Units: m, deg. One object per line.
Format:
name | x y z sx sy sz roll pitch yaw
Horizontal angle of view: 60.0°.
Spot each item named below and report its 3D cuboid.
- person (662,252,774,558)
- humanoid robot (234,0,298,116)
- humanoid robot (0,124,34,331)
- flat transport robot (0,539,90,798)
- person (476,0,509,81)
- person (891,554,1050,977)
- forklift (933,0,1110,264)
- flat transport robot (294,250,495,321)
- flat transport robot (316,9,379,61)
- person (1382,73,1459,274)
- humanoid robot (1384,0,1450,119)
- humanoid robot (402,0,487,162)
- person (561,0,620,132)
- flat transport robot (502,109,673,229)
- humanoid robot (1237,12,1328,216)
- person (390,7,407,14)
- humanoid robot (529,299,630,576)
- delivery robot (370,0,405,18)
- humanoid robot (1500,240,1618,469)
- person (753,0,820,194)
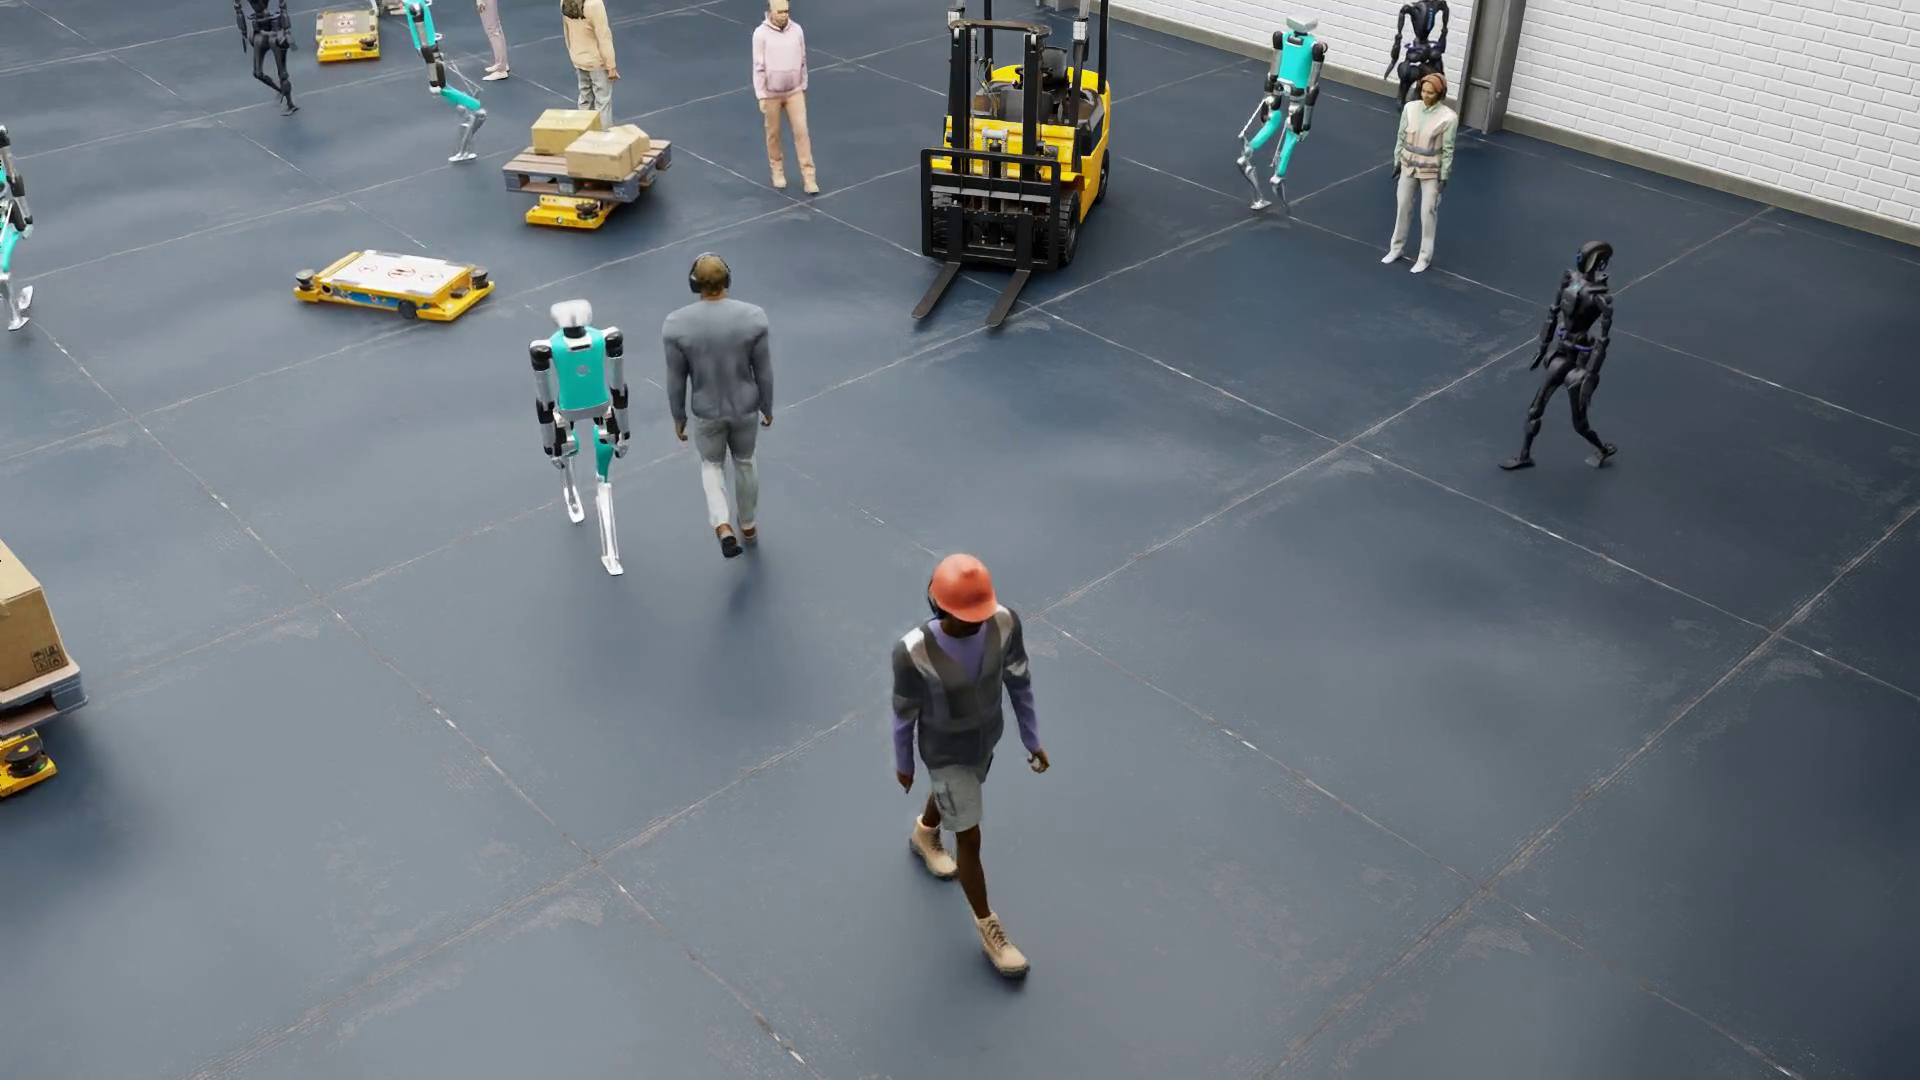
person | -1.392 -0.737 9.806 0.624 1.917 0.647 -6 34 -9
humanoid robot | -6.965 -5.112 16.738 0.615 1.651 0.351 6 34 10
humanoid robot | -7.265 -2.352 12.432 0.548 1.726 1.010 -4 33 -7
flat transport robot | -5.320 0.970 8.683 0.659 0.231 1.431 -28 42 -36
person | -5.092 -5.804 17.722 0.328 1.764 0.532 -4 33 -6
person | 0.026 0.884 7.239 0.624 1.985 1.044 -20 38 -28
forklift | 0.570 -3.725 14.138 1.214 2.155 2.313 9 34 13
flat transport robot | -4.532 -2.047 13.319 1.431 0.231 0.659 10 34 15
flat transport robot | -7.026 -5.805 19.095 0.659 0.231 1.431 -9 34 -14
person | 3.750 -2.984 13.510 0.313 1.631 0.516 -27 42 -35
humanoid robot | 4.440 -4.594 15.952 0.592 1.633 0.561 -8 34 -12
humanoid robot | -4.713 -4.334 15.525 0.728 1.824 0.537 -9 34 -14
person | -3.461 -4.488 15.600 0.565 1.877 0.406 22 39 30
flat transport robot | -3.335 -3.190 15.076 0.659 0.231 1.431 7 34 11
humanoid robot | 2.697 -3.571 14.368 0.761 1.828 0.544 -27 42 -35
person | -6.736 -7.249 19.850 0.410 1.865 0.819 4 33 6
humanoid robot | -2.301 -0.725 9.992 0.531 1.779 1.033 -14 35 -20
delivery robot | -6.944 -6.688 20.174 0.499 0.577 0.769 -19 38 -26
humanoid robot | 4.008 -1.170 10.740 0.761 1.648 0.601 -10 34 -15
person | -1.570 -3.961 14.898 0.550 1.758 0.743 -12 35 -18
